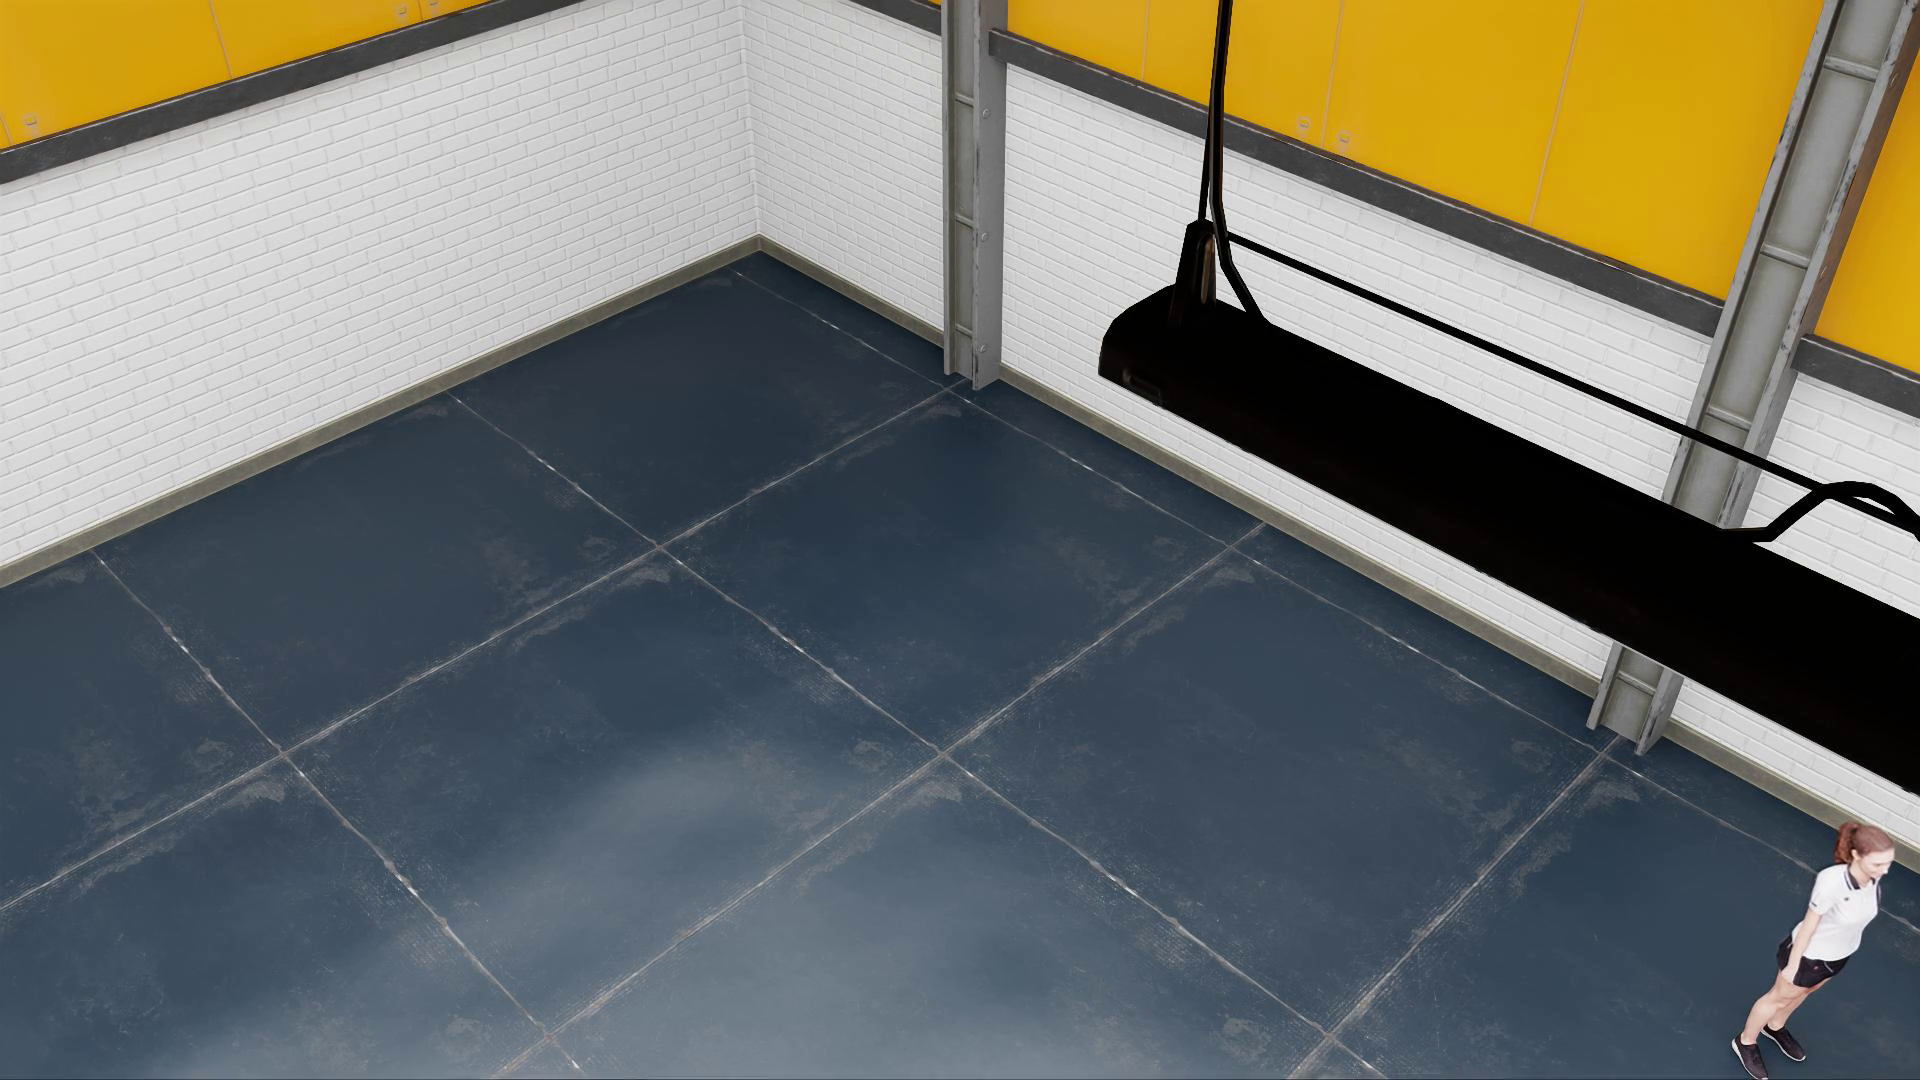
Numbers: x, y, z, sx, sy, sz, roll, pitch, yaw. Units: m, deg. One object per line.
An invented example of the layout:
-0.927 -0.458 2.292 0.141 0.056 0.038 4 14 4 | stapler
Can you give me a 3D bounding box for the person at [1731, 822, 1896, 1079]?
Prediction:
4.347 2.069 8.422 0.643 1.751 0.639 -17 42 -20 | person
